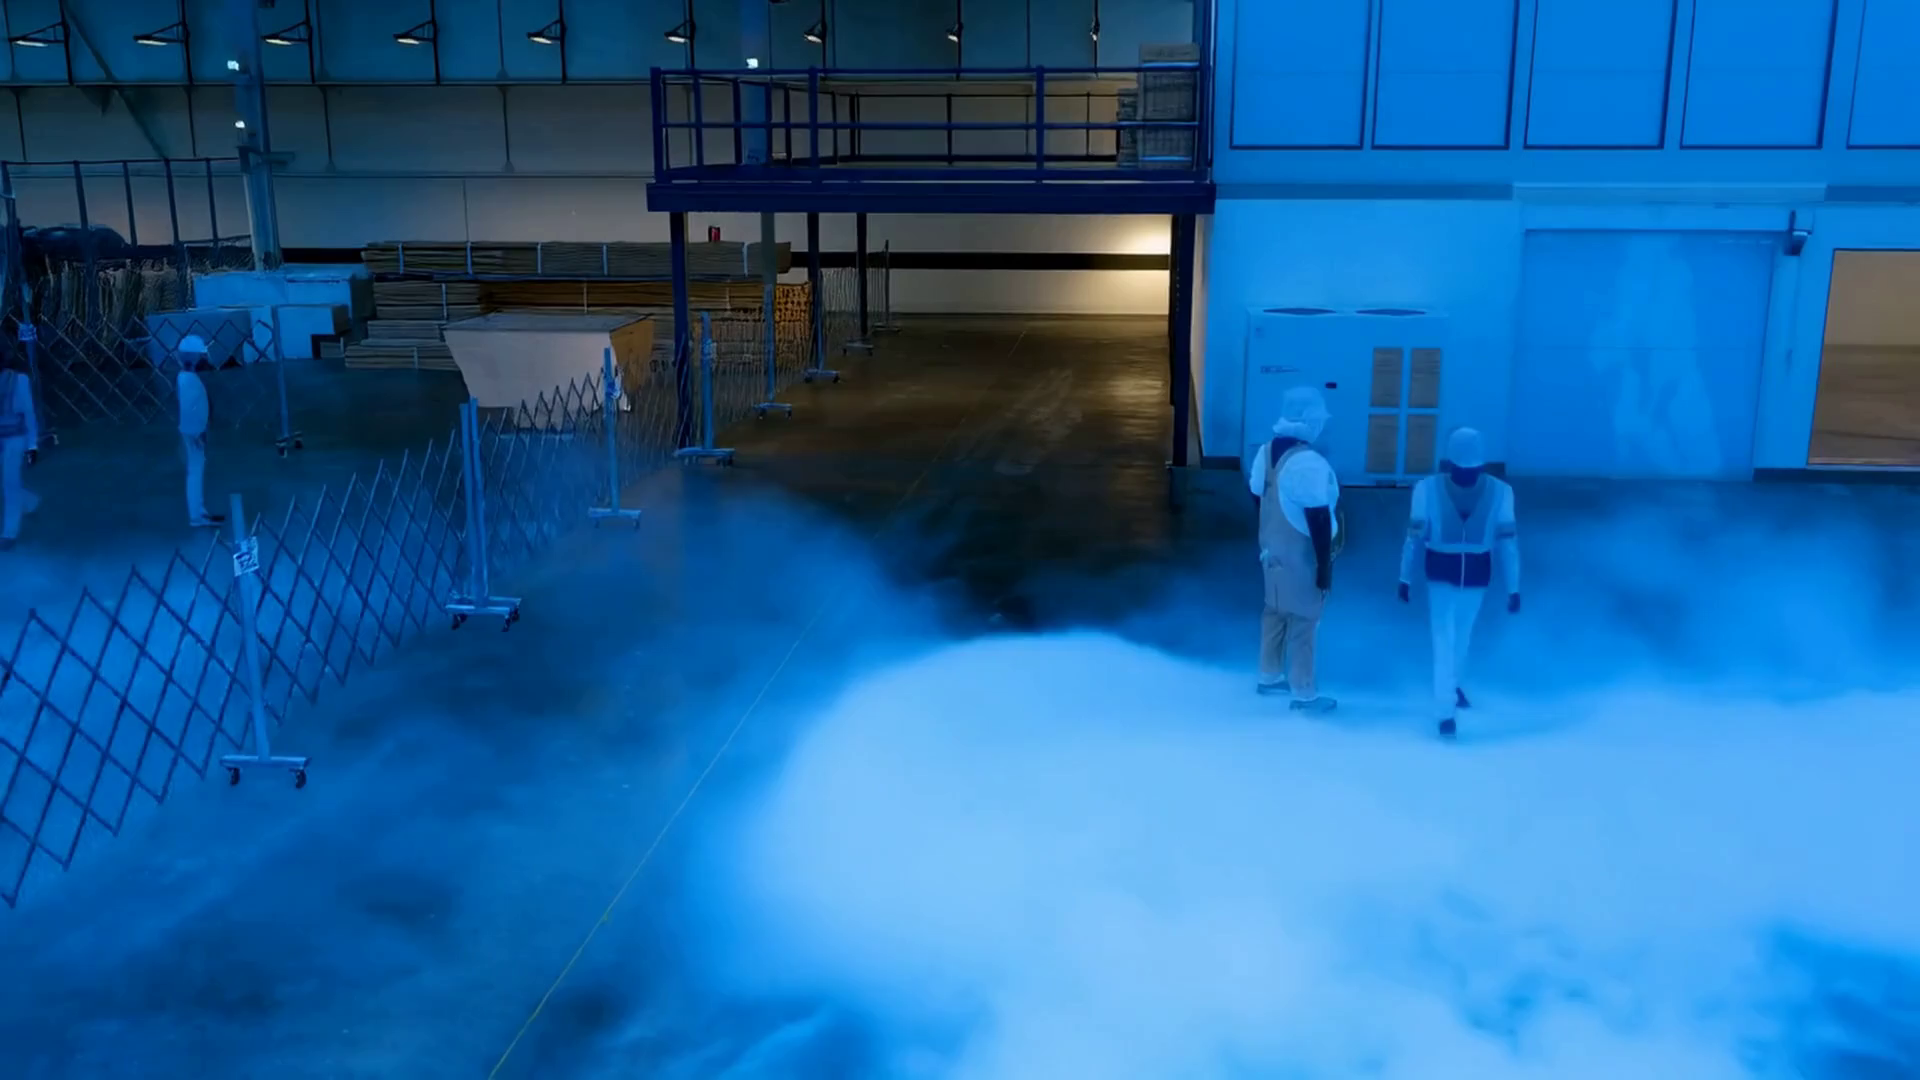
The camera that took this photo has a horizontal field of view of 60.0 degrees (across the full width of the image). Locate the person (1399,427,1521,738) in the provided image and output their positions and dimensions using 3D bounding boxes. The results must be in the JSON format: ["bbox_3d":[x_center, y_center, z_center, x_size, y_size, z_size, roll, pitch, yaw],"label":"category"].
[{"bbox_3d":[3.022,0.221,10.026,0.660,1.853,1.022,1,14,6],"label":"person"}]

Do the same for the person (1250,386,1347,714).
[{"bbox_3d":[2.129,0.050,10.336,0.538,2.000,0.683,-6,15,-24],"label":"person"}]

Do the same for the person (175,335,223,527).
[{"bbox_3d":[-6.961,-0.997,15.207,0.342,1.759,0.523,-5,15,-20],"label":"person"}]

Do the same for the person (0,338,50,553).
[{"bbox_3d":[-8.231,-0.861,14.436,0.575,1.862,0.728,2,14,8],"label":"person"}]
